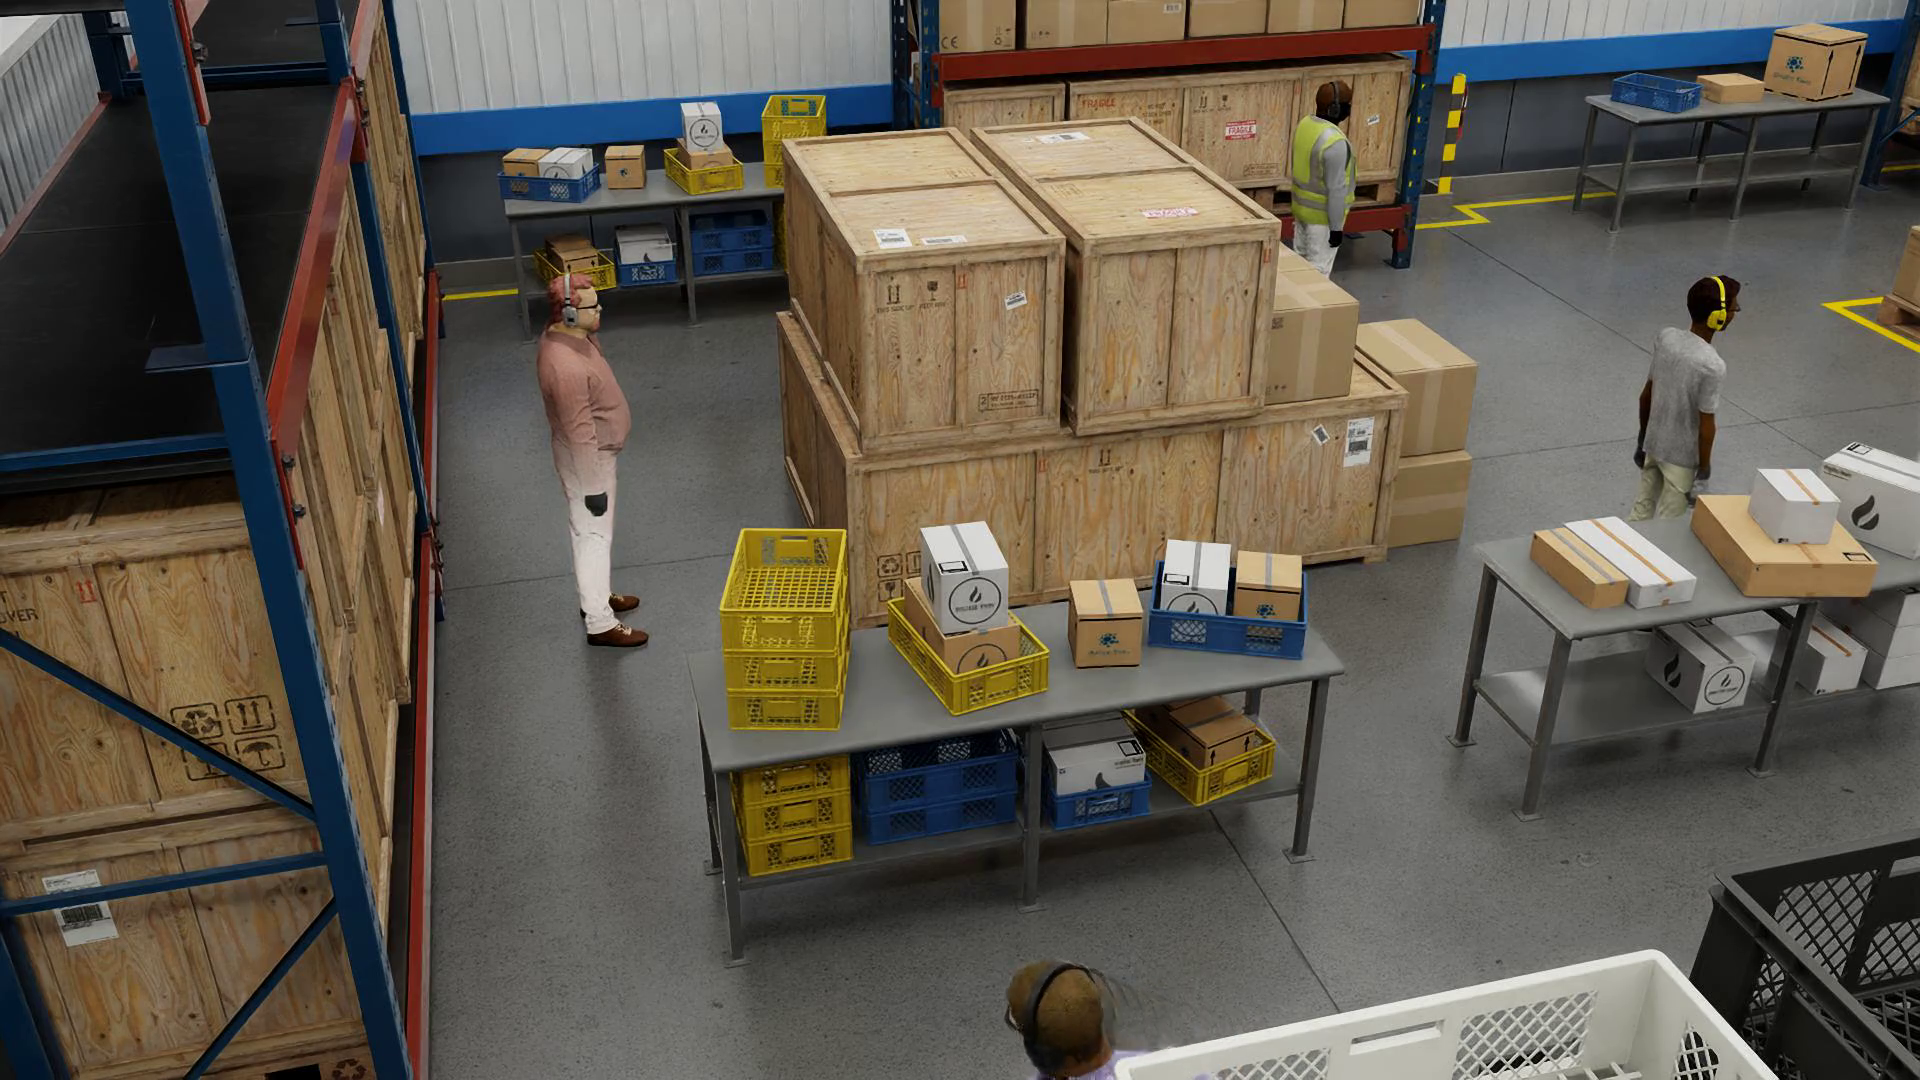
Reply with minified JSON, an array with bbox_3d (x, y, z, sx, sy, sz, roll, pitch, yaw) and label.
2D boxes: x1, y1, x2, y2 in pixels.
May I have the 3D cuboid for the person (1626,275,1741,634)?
[{"bbox_3d":[3.526,-0.409,8.191,0.320,1.866,0.533,-8,30,-14],"label":"person"}]

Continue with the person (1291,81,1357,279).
[{"bbox_3d":[2.517,-2.267,11.587,0.429,1.843,0.633,-8,30,-14],"label":"person"}]

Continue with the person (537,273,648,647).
[{"bbox_3d":[-1.791,-0.387,8.108,0.409,1.907,0.651,-8,30,-14],"label":"person"}]

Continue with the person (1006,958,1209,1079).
[{"bbox_3d":[0.308,1.800,4.143,0.665,1.900,0.621,-12,31,-20],"label":"person"}]
